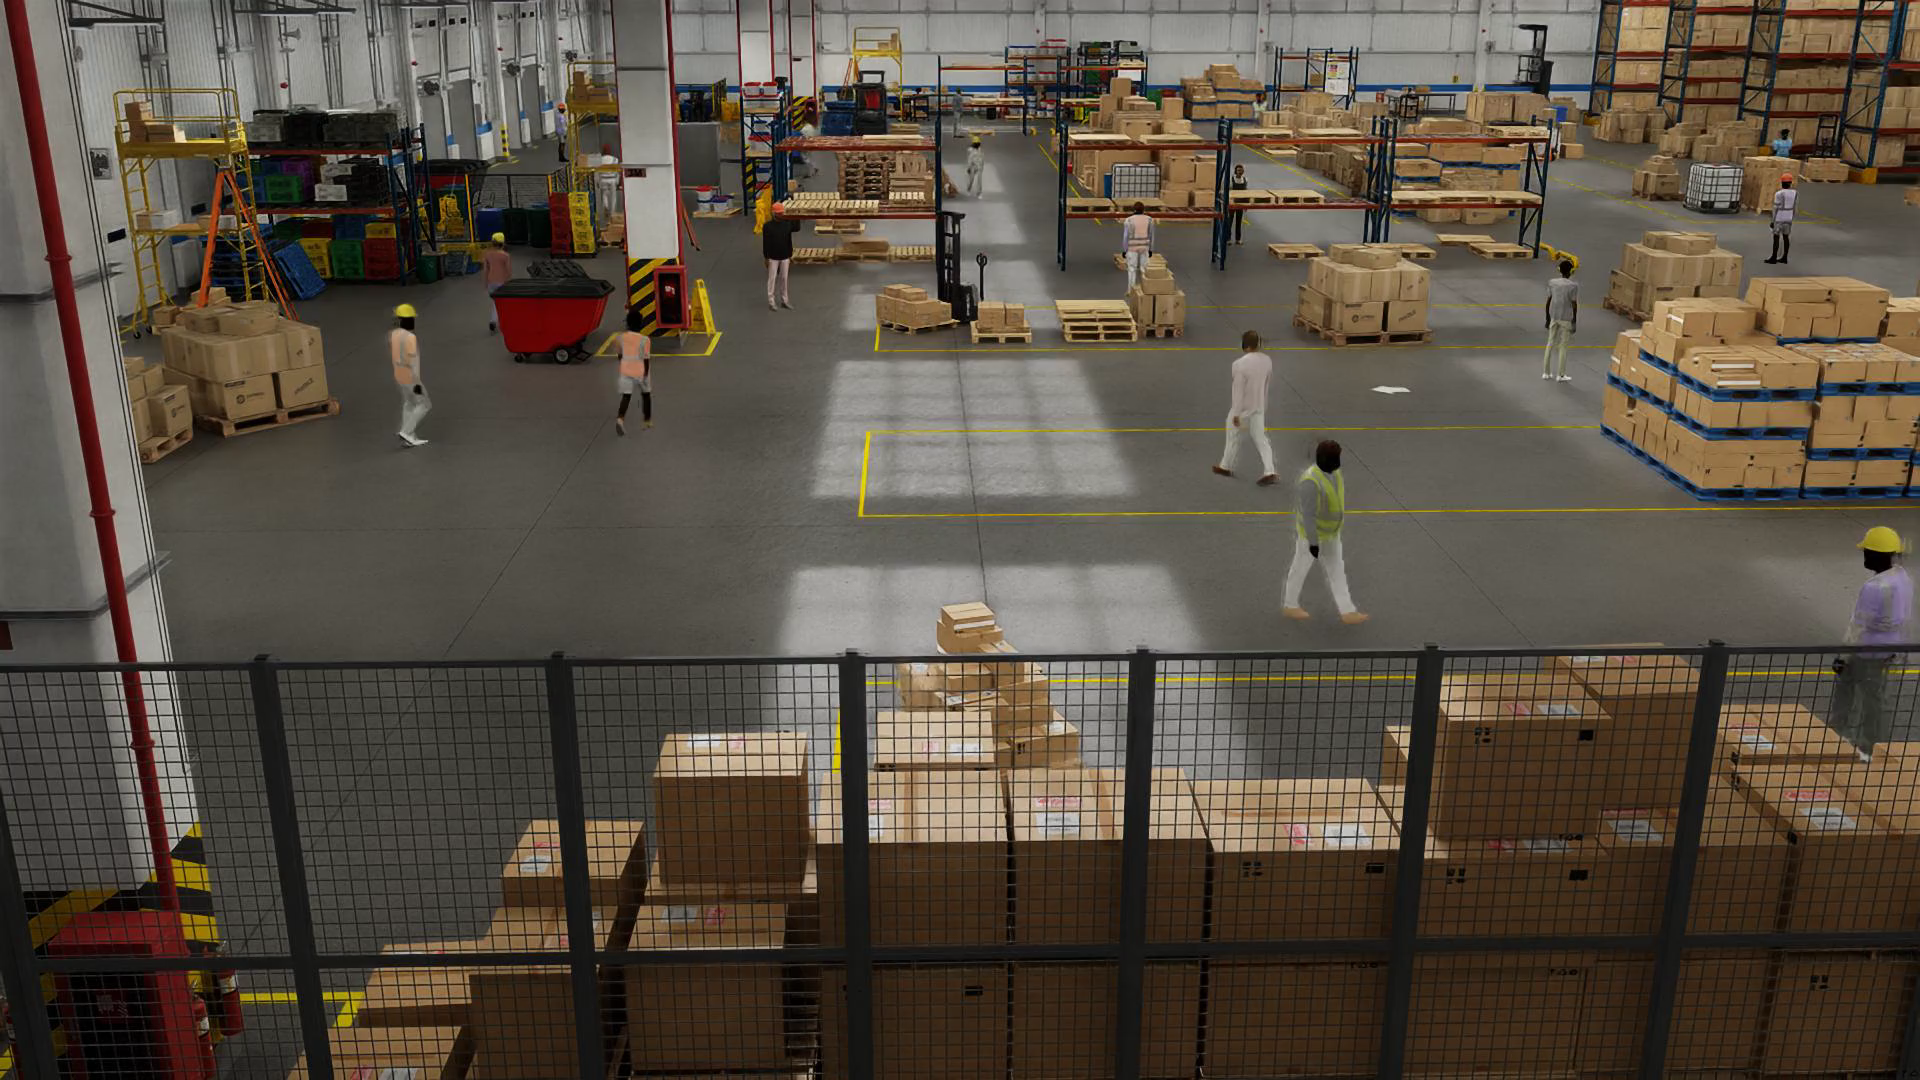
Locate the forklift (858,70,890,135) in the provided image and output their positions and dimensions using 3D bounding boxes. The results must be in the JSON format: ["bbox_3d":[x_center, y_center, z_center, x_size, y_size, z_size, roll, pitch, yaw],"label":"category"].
[{"bbox_3d":[-3.114,-15.259,59.139,1.129,2.768,1.873,2,19,5],"label":"forklift"}]

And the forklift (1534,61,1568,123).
[{"bbox_3d":[23.122,-17.605,66.097,1.873,2.768,1.129,-1,19,-2],"label":"forklift"}]

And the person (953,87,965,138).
[{"bbox_3d":[-0.071,-16.568,64.474,0.377,1.940,0.628,-9,21,-24],"label":"person"}]

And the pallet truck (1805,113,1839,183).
[{"bbox_3d":[26.403,-11.957,50.702,0.823,1.965,1.885,6,19,16],"label":"pallet truck"}]

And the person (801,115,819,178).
[{"bbox_3d":[-4.663,-12.127,51.330,0.582,1.919,0.634,8,20,22],"label":"person"}]

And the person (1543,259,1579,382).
[{"bbox_3d":[9.172,-3.353,25.369,0.326,1.876,0.518,-18,25,-42],"label":"person"}]

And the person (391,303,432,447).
[{"bbox_3d":[-7.168,-2.137,21.705,0.409,1.907,0.612,-16,24,-38],"label":"person"}]

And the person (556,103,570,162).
[{"bbox_3d":[-13.403,-13.750,56.117,0.379,1.934,0.550,-11,21,-29],"label":"person"}]

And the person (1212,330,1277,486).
[{"bbox_3d":[3.531,-1.609,20.178,0.649,1.894,1.025,-12,22,-31],"label":"person"}]

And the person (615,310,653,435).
[{"bbox_3d":[-4.411,-2.248,22.400,0.521,1.671,0.761,3,19,9],"label":"person"}]

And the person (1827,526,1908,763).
[{"bbox_3d":[7.003,0.795,13.008,0.622,1.900,0.750,-17,25,-41],"label":"person"}]

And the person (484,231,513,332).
[{"bbox_3d":[-8.062,-4.483,28.948,0.545,1.734,0.760,5,19,16],"label":"person"}]

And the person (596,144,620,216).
[{"bbox_3d":[-9.047,-9.219,42.796,0.615,1.855,0.534,-3,19,-10],"label":"person"}]

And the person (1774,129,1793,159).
[{"bbox_3d":[24.423,-11.353,49.397,0.551,1.677,0.490,-1,19,-4],"label":"person"}]

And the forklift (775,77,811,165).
[{"bbox_3d":[-5.920,-13.893,55.085,1.873,2.768,1.129,-1,19,-1],"label":"forklift"}]

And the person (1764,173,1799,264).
[{"bbox_3d":[17.754,-6.938,35.930,0.542,1.928,0.398,-5,19,-14],"label":"person"}]

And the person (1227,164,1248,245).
[{"bbox_3d":[6.402,-7.761,38.488,0.506,1.847,0.343,-5,19,-14],"label":"person"}]

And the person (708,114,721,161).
[{"bbox_3d":[-8.391,-13.522,55.952,0.805,1.591,0.536,-15,24,-37],"label":"person"}]

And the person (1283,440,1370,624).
[{"bbox_3d":[3.478,-0.049,15.680,0.915,1.799,0.652,17,25,41],"label":"person"}]

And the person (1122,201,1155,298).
[{"bbox_3d":[3.420,-5.596,32.074,0.633,1.841,0.429,-5,19,-14],"label":"person"}]

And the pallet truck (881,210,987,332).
[{"bbox_3d":[-0.493,-4.759,29.349,1.885,1.965,0.823,-13,23,-34],"label":"pallet truck"}]

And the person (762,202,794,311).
[{"bbox_3d":[-3.361,-5.255,30.825,0.608,1.995,0.377,-13,23,-34],"label":"person"}]

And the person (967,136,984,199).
[{"bbox_3d":[0.414,-10.515,46.867,0.492,1.718,0.774,-6,19,-17],"label":"person"}]

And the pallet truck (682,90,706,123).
[{"bbox_3d":[-9.671,-15.907,62.421,0.823,1.965,1.885,5,19,15],"label":"pallet truck"}]

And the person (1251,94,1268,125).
[{"bbox_3d":[11.107,-15.582,61.655,0.665,1.867,0.805,10,21,27],"label":"person"}]
